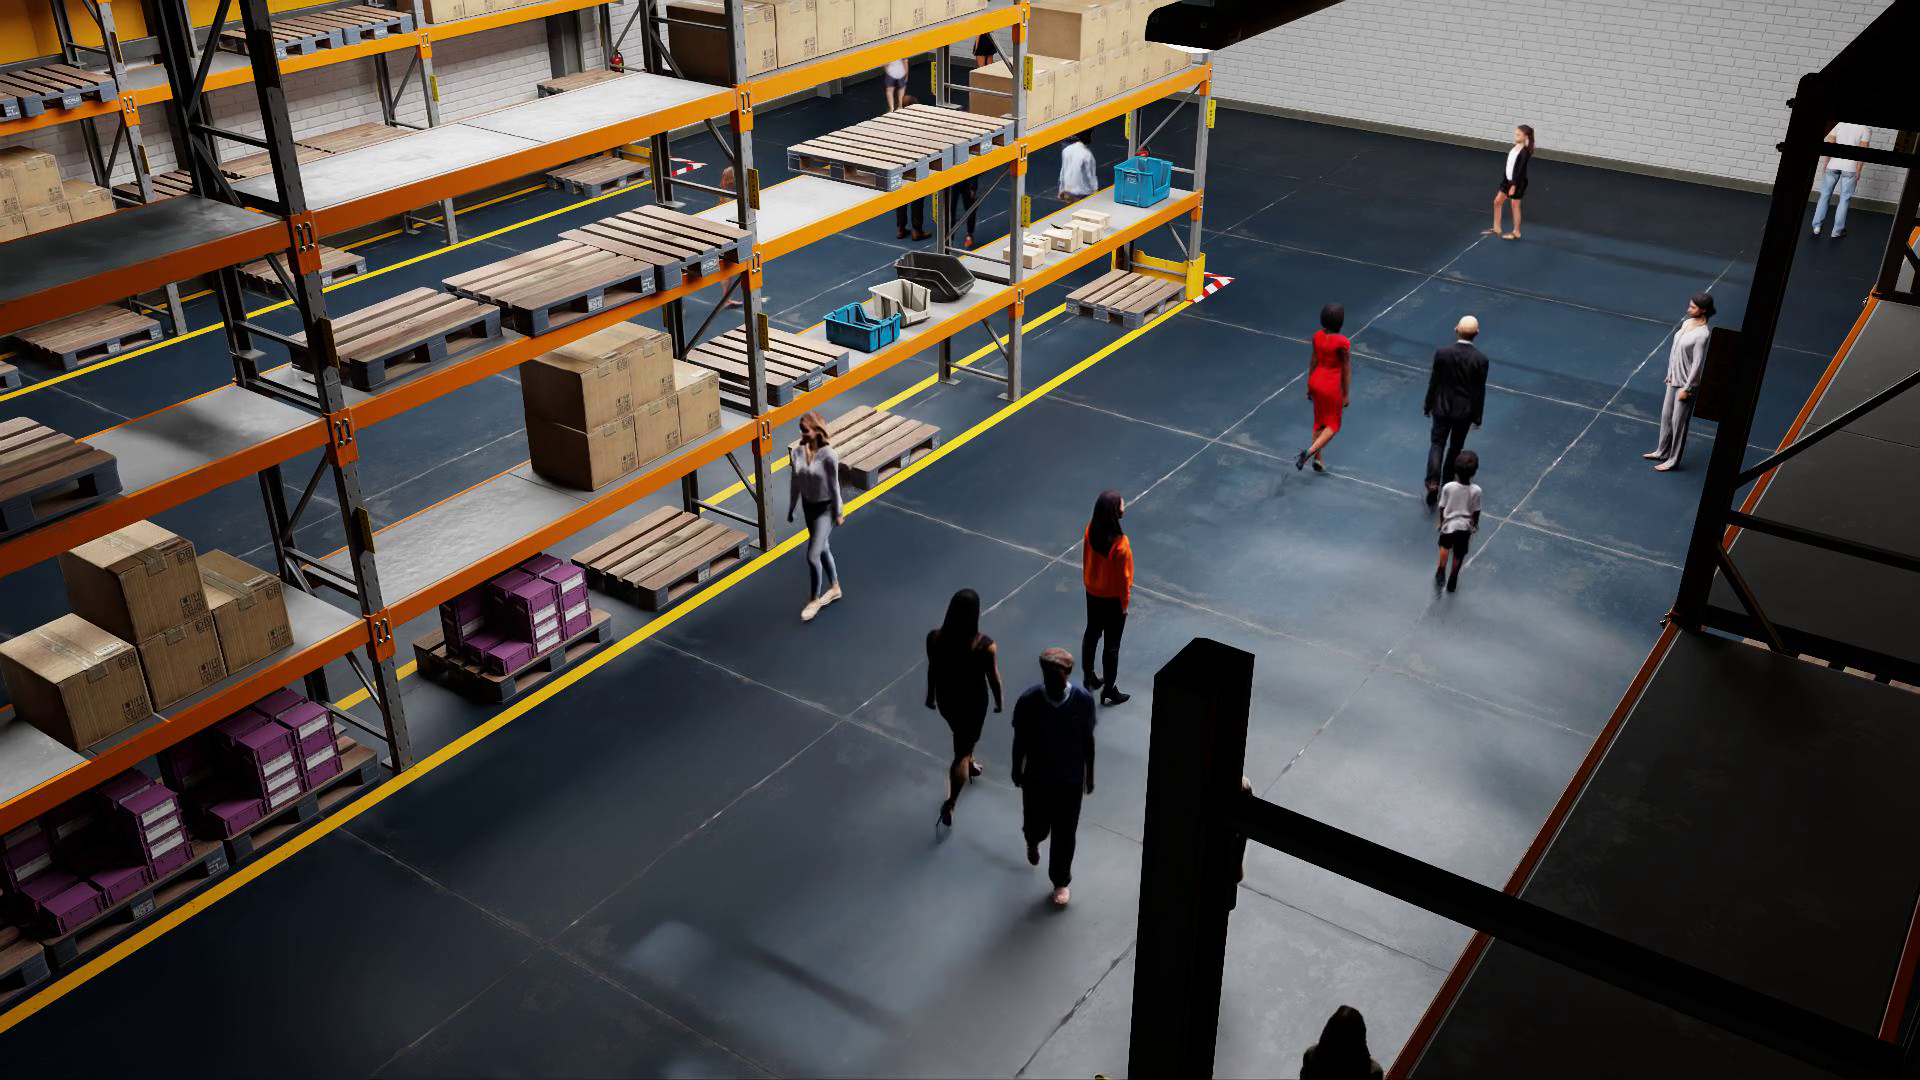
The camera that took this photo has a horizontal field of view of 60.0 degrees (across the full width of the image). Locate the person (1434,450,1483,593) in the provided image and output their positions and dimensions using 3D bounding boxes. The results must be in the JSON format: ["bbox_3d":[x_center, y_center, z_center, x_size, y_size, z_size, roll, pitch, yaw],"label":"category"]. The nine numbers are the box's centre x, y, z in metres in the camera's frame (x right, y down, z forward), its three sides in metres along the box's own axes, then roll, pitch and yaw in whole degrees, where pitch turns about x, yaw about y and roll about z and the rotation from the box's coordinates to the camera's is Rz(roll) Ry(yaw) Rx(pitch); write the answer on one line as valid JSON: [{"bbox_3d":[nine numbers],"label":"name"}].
[{"bbox_3d":[4.166,-0.127,13.923,0.541,1.247,0.541,10,30,18],"label":"person"}]

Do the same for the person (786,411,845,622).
[{"bbox_3d":[-1.099,-0.256,13.605,0.615,1.779,0.784,20,34,32],"label":"person"}]

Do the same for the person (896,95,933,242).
[{"bbox_3d":[-0.662,-4.940,22.060,0.677,1.904,0.589,18,33,29],"label":"person"}]

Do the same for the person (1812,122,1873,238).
[{"bbox_3d":[11.785,-4.990,22.193,0.632,1.866,0.713,-25,37,-38],"label":"person"}]

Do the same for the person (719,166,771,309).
[{"bbox_3d":[-2.764,-3.570,19.746,0.909,1.716,0.818,-13,31,-22],"label":"person"}]

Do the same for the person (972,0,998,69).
[{"bbox_3d":[0.416,-8.603,29.017,0.555,1.674,0.679,-25,37,-38],"label":"person"}]

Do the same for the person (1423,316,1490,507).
[{"bbox_3d":[4.509,-1.162,15.270,0.857,1.776,1.153,12,31,20],"label":"person"}]

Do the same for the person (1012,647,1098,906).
[{"bbox_3d":[0.583,1.414,10.466,0.896,1.852,0.960,-3,29,-6],"label":"person"}]

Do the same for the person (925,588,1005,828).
[{"bbox_3d":[-0.009,1.154,11.127,0.807,1.675,1.114,12,31,20],"label":"person"}]

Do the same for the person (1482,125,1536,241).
[{"bbox_3d":[7.449,-4.745,22.081,0.830,1.542,0.776,-4,29,-8],"label":"person"}]

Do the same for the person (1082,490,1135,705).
[{"bbox_3d":[1.088,0.412,12.411,0.674,1.749,0.694,-18,33,-29],"label":"person"}]

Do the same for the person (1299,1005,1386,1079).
[{"bbox_3d":[1.831,2.905,8.137,0.616,1.465,0.853,15,32,26],"label":"person"}]

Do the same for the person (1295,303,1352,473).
[{"bbox_3d":[3.415,-1.369,15.695,0.875,1.730,0.703,-20,34,-32],"label":"person"}]

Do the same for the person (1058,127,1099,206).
[{"bbox_3d":[1.429,-4.337,21.079,1.070,1.785,0.882,-19,34,-31],"label":"person"}]

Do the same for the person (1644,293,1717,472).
[{"bbox_3d":[6.940,-1.528,15.939,0.740,1.776,0.663,-2,29,-3],"label":"person"}]
